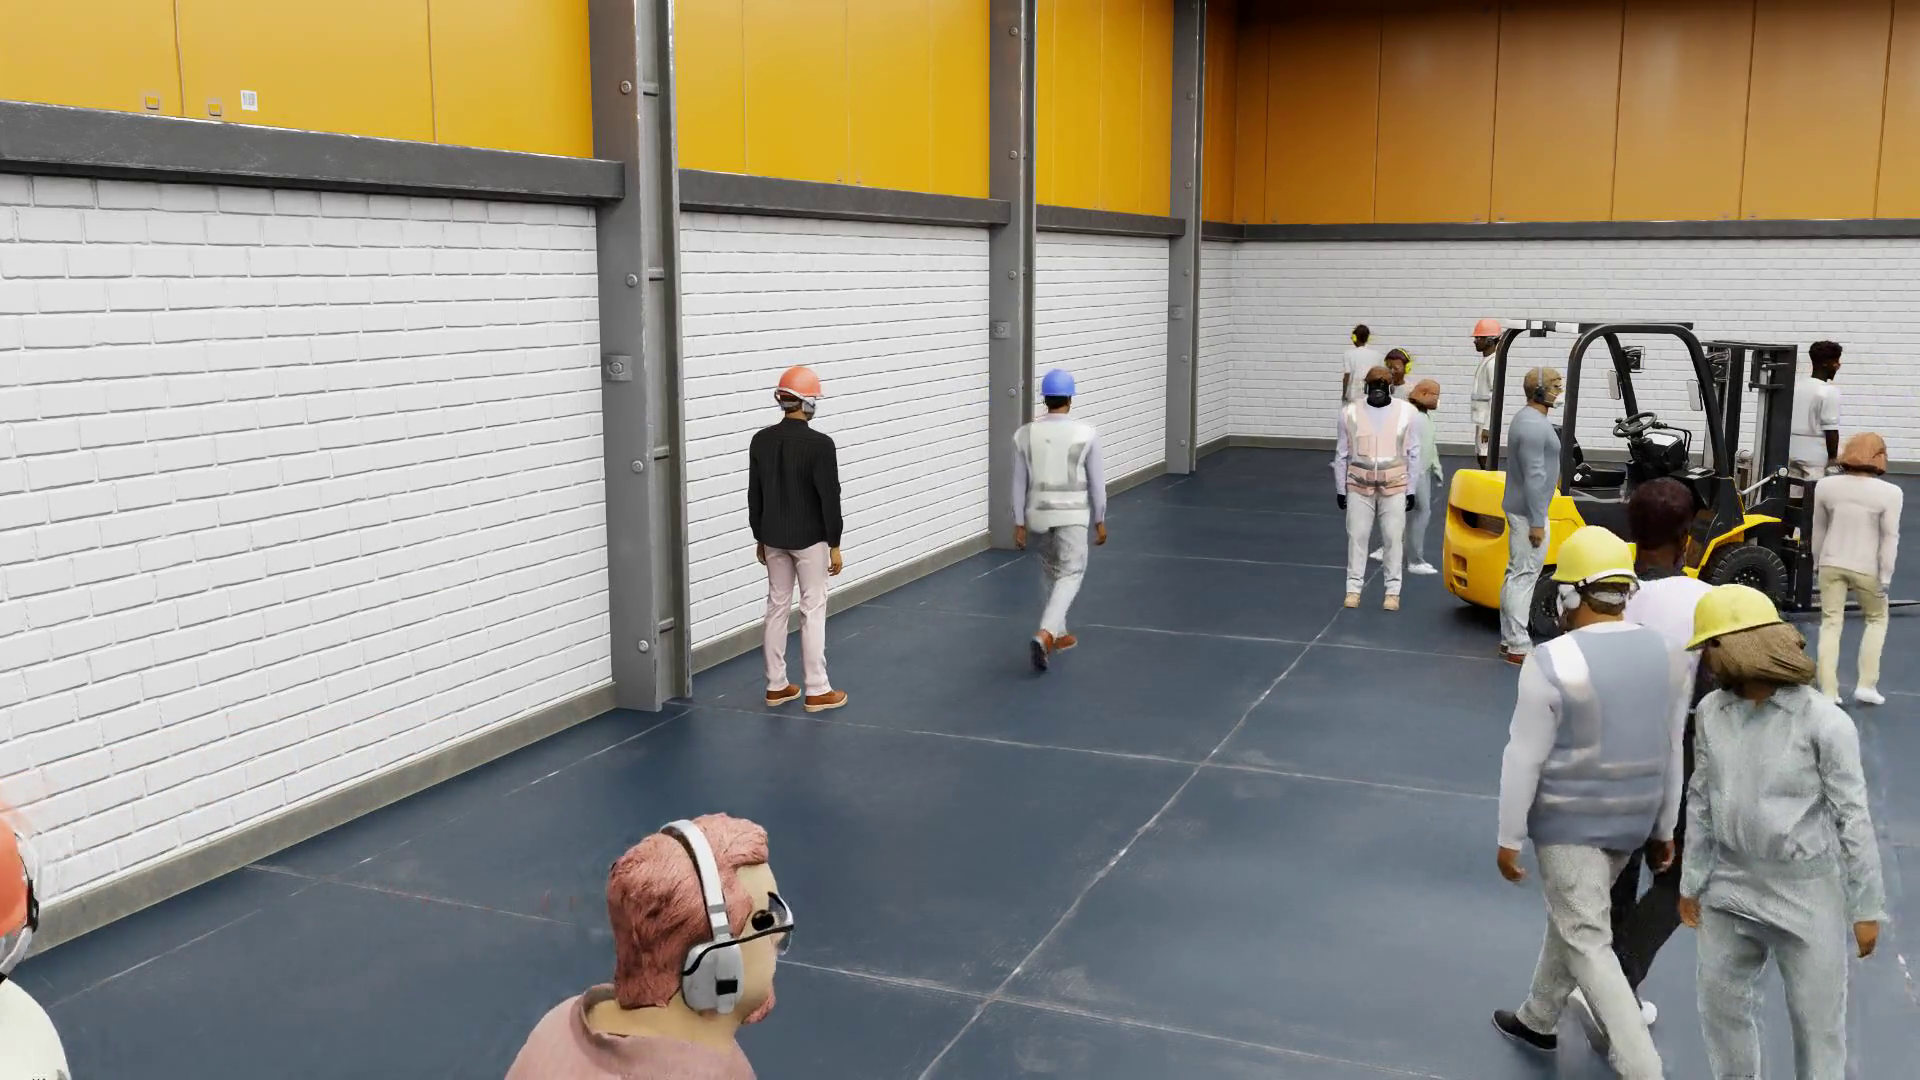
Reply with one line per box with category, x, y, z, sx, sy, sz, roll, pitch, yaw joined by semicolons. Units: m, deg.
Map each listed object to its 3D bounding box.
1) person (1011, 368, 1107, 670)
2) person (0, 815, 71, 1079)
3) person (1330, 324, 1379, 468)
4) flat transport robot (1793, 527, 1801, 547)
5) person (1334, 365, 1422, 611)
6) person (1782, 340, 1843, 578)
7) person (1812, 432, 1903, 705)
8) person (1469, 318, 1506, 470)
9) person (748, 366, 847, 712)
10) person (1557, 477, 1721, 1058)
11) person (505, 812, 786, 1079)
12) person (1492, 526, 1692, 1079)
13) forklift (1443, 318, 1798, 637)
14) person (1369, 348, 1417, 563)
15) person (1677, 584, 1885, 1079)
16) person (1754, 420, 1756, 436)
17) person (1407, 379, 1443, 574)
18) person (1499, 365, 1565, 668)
person;0.611;-0.142;10.701;0.606;1.917;0.890;4;10;25
person;-1.309;1.239;2.197;0.747;1.950;0.639;-5;10;-26
person;4.902;-1.748;20.649;0.544;1.838;0.823;-2;10;-12
flat transport robot;7.298;-0.020;14.913;0.652;0.197;1.431;-1;9;-8
person;3.107;-0.385;12.425;0.619;1.836;0.431;3;10;17
person;7.030;-0.668;13.717;0.366;1.962;0.614;-2;10;-10
person;5.203;0.175;9.683;0.549;1.614;0.508;-8;13;-42
person;5.244;-1.192;16.658;0.373;2.042;0.614;2;10;10
person;-0.929;-0.007;9.630;0.623;1.990;0.397;6;11;31
person;2.155;0.747;5.331;0.589;1.899;0.602;-8;12;-39
person;-0.383;1.276;2.283;1.024;1.857;0.653;-8;12;-38
person;1.950;0.857;5.052;0.596;1.792;0.906;-4;10;-21
forklift;4.706;-0.497;11.990;2.313;2.155;1.214;-2;10;-10
person;3.724;-0.729;14.439;0.587;1.845;0.508;8;12;39
person;2.244;0.985;4.511;0.351;1.699;0.653;-5;11;-29
person;7.104;-0.737;14.568;0.446;1.820;0.616;6;11;30
person;3.884;-0.537;13.974;0.340;1.622;0.498;5;10;26
person;3.661;-0.150;10.656;0.370;1.941;0.627;2;10;13
